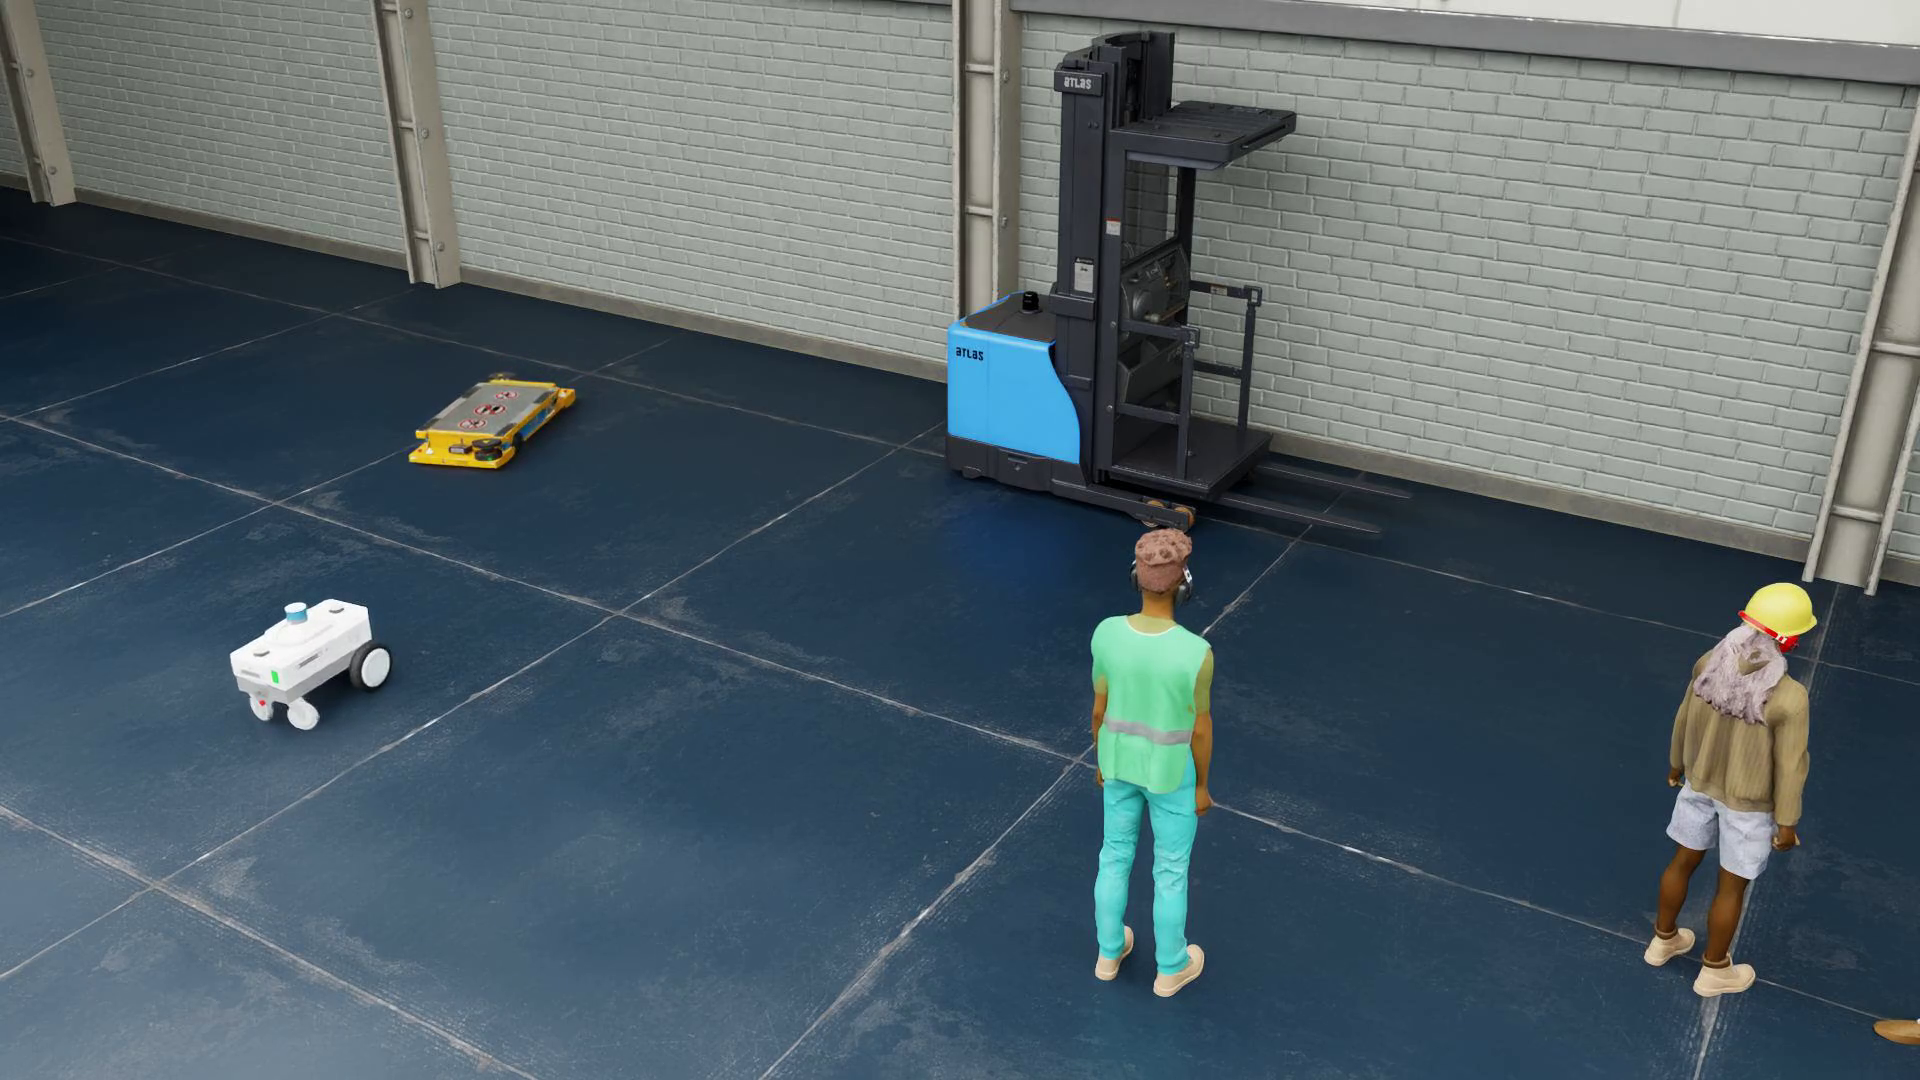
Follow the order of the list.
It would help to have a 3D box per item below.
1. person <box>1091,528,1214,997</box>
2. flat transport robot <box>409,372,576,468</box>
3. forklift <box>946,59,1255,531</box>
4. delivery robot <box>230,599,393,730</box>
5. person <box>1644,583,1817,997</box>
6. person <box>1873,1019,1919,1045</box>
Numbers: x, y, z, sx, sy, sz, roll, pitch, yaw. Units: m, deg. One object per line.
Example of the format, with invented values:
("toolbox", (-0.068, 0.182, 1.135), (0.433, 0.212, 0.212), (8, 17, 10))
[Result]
("person", (0.727, 0.883, 6.397), (0.482, 1.978, 0.403), (13, 28, 25))
("flat transport robot", (-3.382, -0.877, 12.114), (0.659, 0.231, 1.431), (4, 26, 9))
("forklift", (0.933, -1.707, 10.833), (1.873, 2.768, 1.129), (15, 29, 28))
("delivery robot", (-3.374, 0.607, 8.659), (0.520, 0.611, 0.782), (11, 28, 23))
("person", (2.987, 0.970, 6.455), (0.406, 1.761, 0.554), (-14, 29, -28))
("person", (3.709, 1.160, 5.905), (0.356, 1.896, 0.562), (3, 25, 6))
